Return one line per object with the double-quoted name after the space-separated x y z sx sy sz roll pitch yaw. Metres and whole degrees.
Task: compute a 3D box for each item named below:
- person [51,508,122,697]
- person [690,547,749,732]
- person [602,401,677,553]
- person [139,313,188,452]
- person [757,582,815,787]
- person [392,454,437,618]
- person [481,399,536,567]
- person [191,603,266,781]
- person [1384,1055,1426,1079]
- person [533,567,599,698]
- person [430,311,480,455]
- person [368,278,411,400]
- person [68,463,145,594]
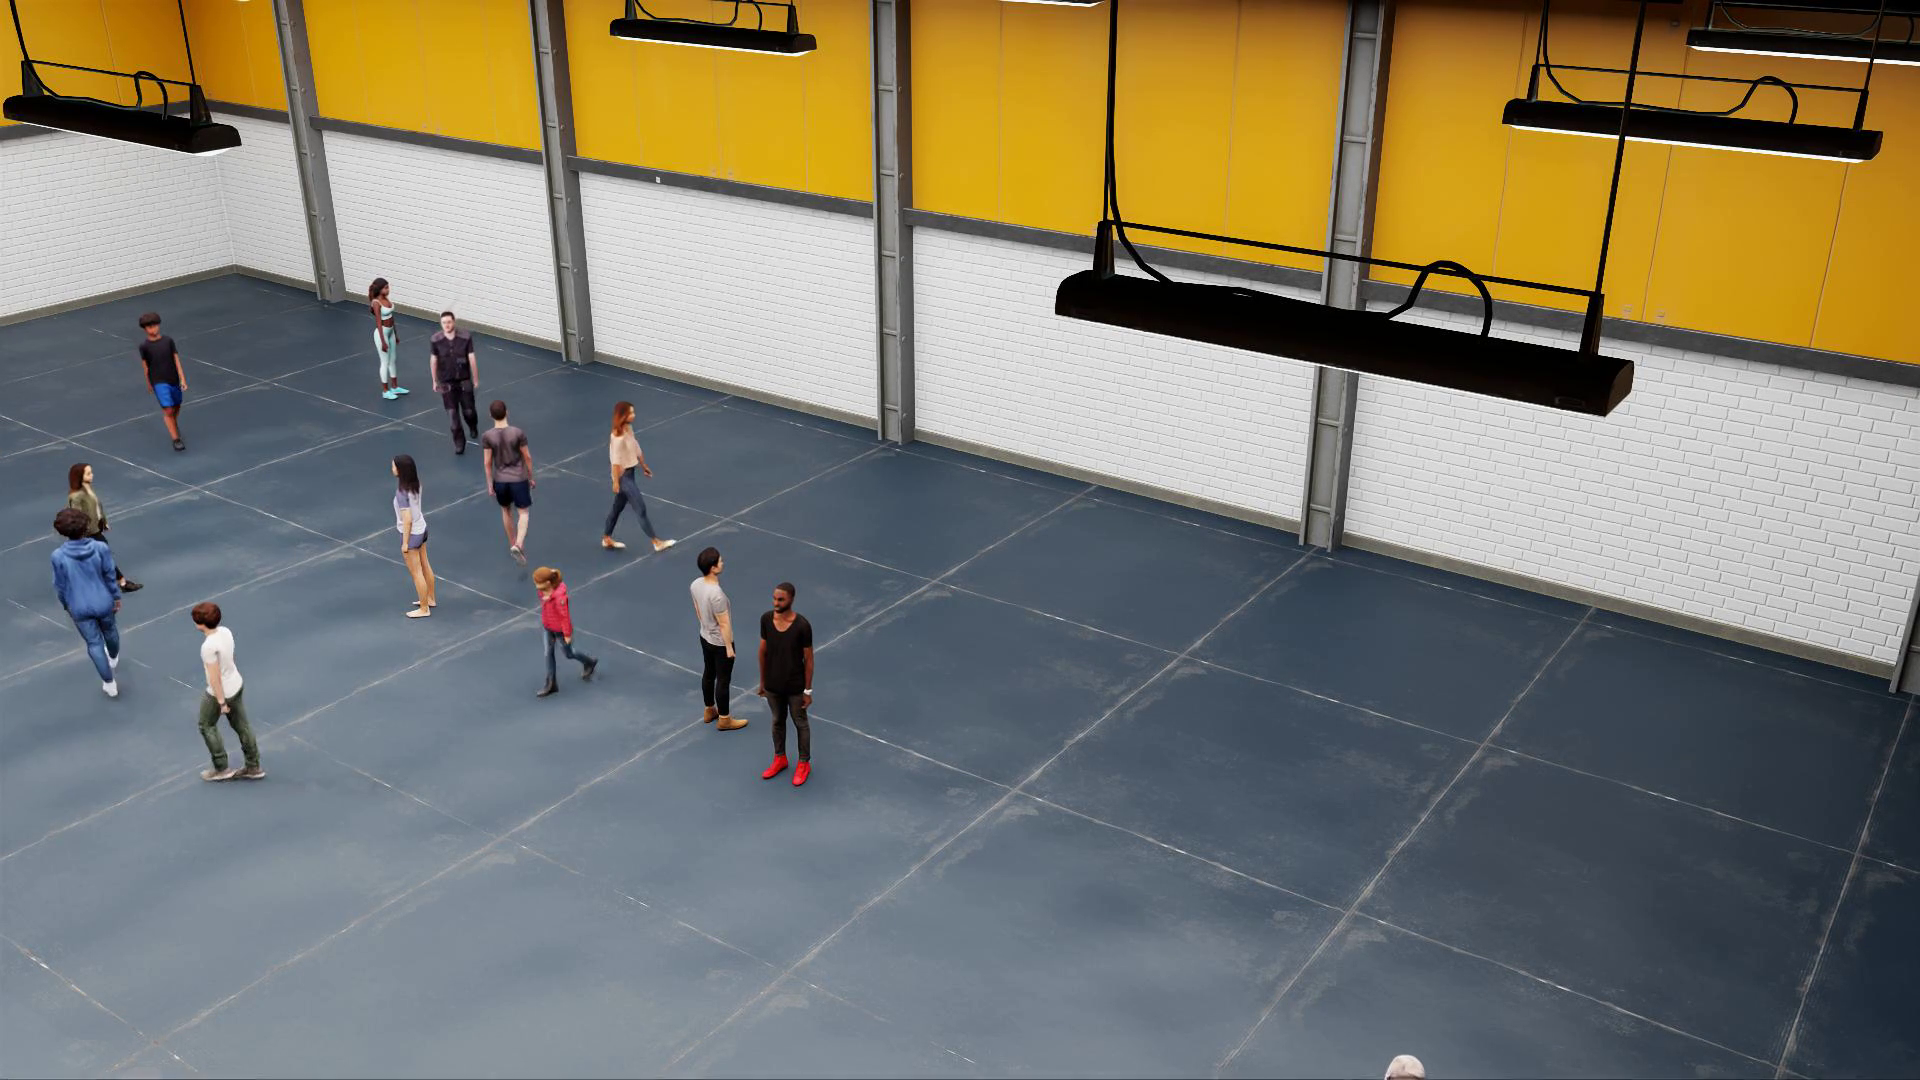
-7.986 0.609 15.298 0.926 1.773 1.175 -16 28 -32 "person"
-2.174 0.865 14.774 0.724 1.724 0.567 -17 29 -34 "person"
-3.766 -0.673 18.271 1.190 1.741 0.978 2 24 4 "person"
-10.259 -2.074 21.440 0.798 1.770 1.196 -18 30 -36 "person"
-1.448 1.180 13.952 0.545 1.805 0.747 9 25 20 "person"
-5.547 -0.059 16.873 0.681 1.734 0.661 1 24 1 "person"
-4.862 -0.594 17.978 1.041 1.831 1.085 -3 24 -8 "person"
-6.086 1.282 13.928 0.858 1.637 0.752 3 24 7 "person"
2.225 3.456 8.714 0.612 1.830 0.562 -20 30 -38 "person"
-3.679 0.811 15.446 0.817 1.284 0.623 17 29 34 "person"
-6.456 -2.044 21.292 0.968 1.833 1.028 -4 24 -9 "person"
-8.025 -2.828 23.222 0.662 1.724 0.645 4 24 9 "person"
-9.121 -0.089 17.315 1.067 1.437 0.993 -3 24 -6 "person"
